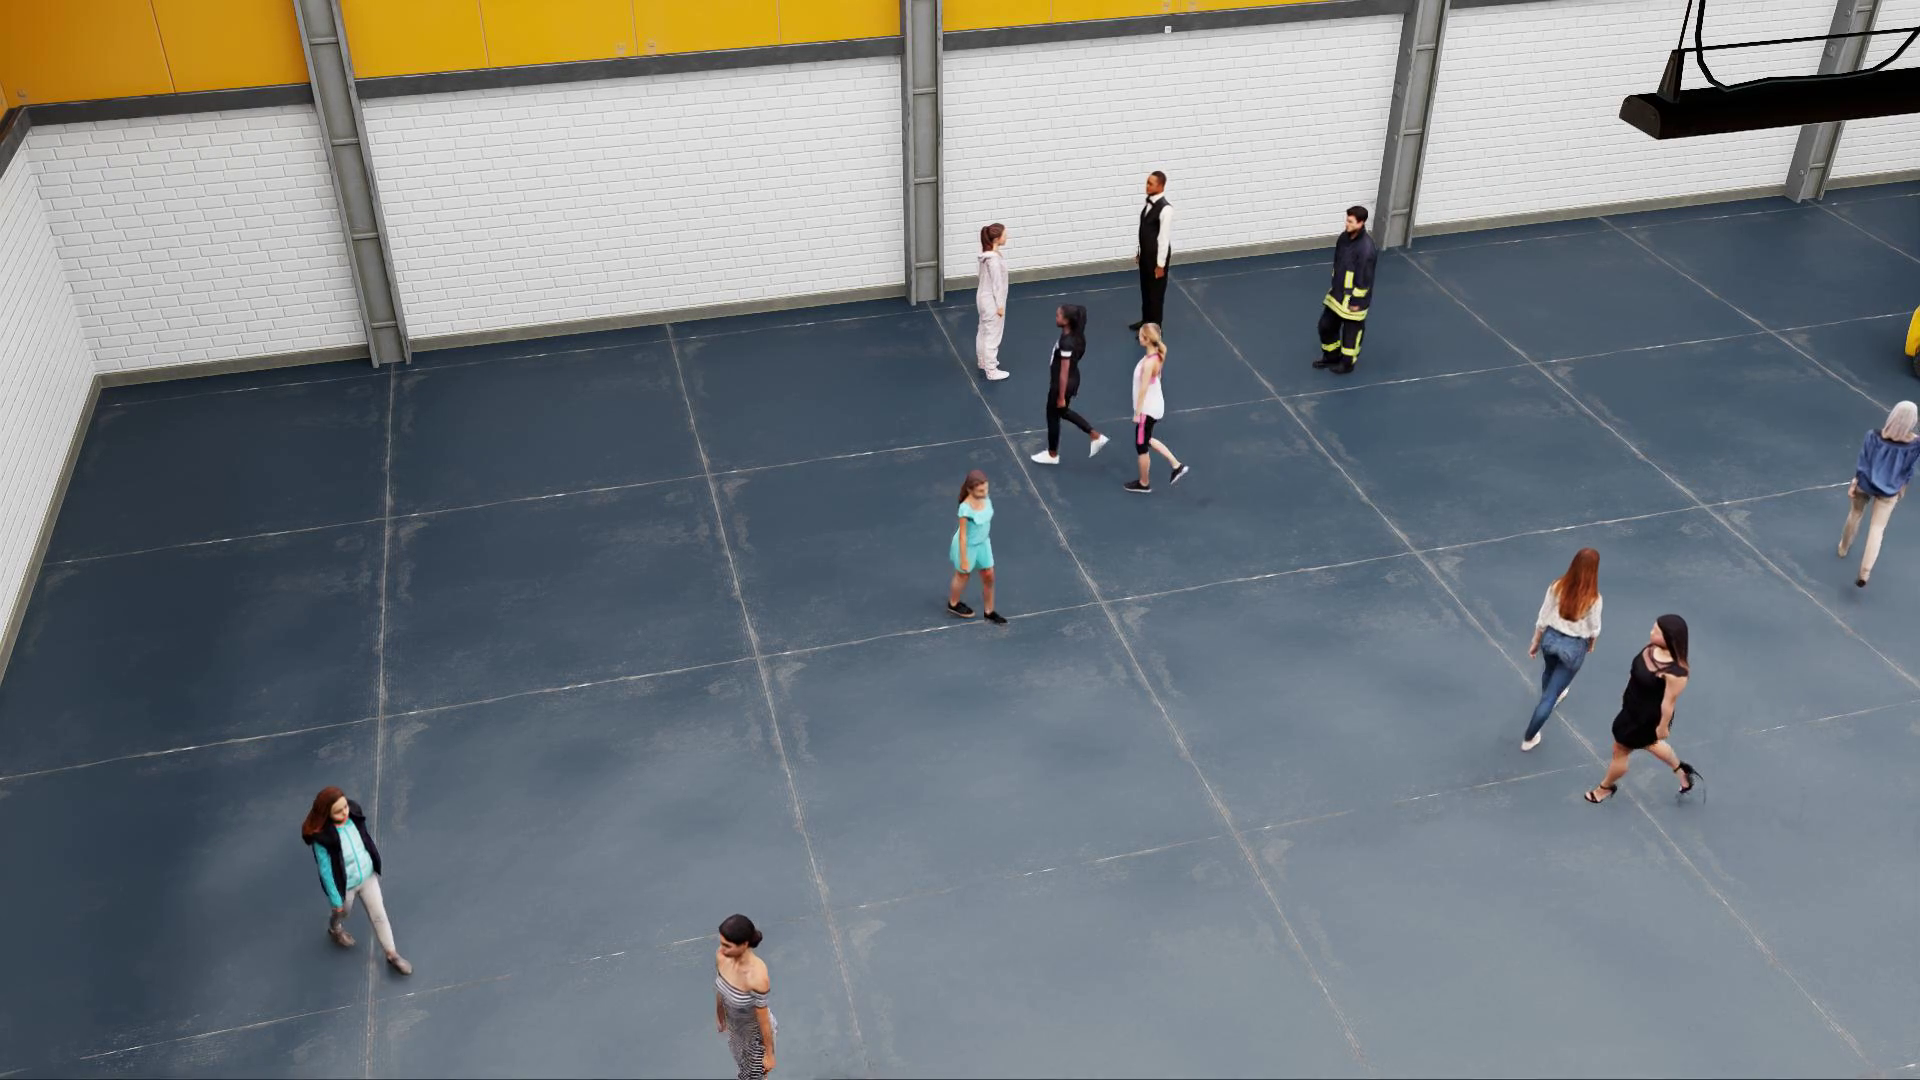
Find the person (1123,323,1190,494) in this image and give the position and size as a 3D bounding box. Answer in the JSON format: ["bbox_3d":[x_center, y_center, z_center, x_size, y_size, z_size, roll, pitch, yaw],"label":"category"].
[{"bbox_3d":[1.834,-1.174,15.376,0.953,1.773,0.850,12,35,17],"label":"person"}]

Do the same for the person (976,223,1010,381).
[{"bbox_3d":[0.314,-2.526,17.484,0.572,1.692,0.641,-10,35,-15],"label":"person"}]

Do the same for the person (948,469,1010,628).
[{"bbox_3d":[0.052,0.020,13.804,0.871,1.525,0.864,22,39,29],"label":"person"}]

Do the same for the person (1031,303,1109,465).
[{"bbox_3d":[1.076,-1.447,15.843,1.064,1.712,0.876,6,34,9],"label":"person"}]

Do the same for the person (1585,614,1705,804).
[{"bbox_3d":[4.975,1.237,11.825,1.126,1.689,0.924,5,34,7],"label":"person"}]

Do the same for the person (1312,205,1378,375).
[{"bbox_3d":[4.165,-2.625,17.435,0.793,1.912,0.863,-15,36,-21],"label":"person"}]

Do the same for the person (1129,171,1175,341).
[{"bbox_3d":[2.140,-3.133,18.194,0.579,1.917,0.690,-9,35,-13],"label":"person"}]

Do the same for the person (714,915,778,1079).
[{"bbox_3d":[-1.106,2.757,9.429,0.834,1.811,0.769,-28,43,-36],"label":"person"}]

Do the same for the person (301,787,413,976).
[{"bbox_3d":[-3.964,2.146,10.655,1.028,1.471,0.981,19,38,26],"label":"person"}]

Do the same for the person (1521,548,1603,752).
[{"bbox_3d":[4.451,0.857,12.391,1.111,1.696,0.891,-28,42,-35],"label":"person"}]

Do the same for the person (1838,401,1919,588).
[{"bbox_3d":[7.884,-0.377,14.277,1.120,1.664,1.128,15,36,21],"label":"person"}]
